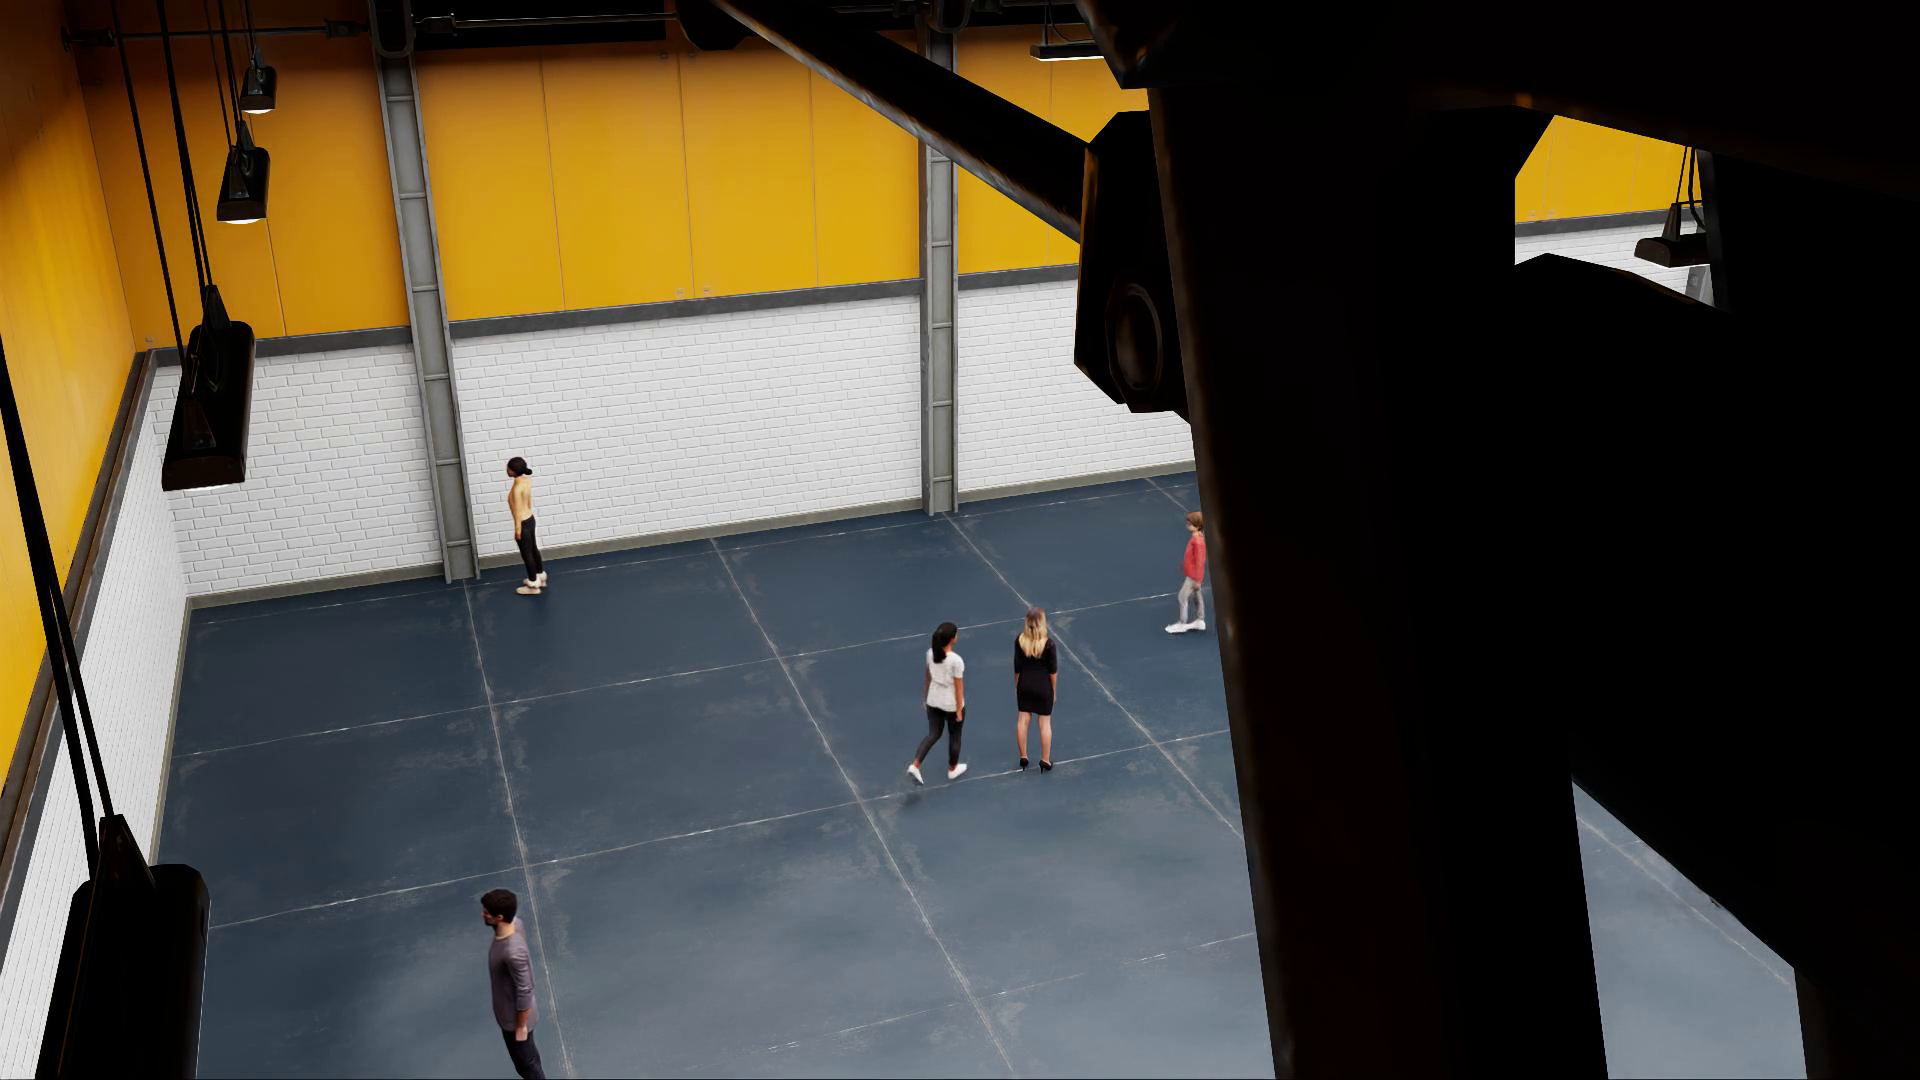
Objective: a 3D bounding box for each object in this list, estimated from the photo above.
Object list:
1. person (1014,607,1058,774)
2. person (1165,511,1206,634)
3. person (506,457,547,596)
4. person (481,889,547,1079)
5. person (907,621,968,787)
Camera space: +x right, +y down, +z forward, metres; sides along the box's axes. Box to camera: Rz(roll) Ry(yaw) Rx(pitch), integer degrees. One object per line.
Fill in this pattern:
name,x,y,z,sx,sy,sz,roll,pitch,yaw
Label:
person,0.690,1.390,15.416,0.594,1.676,0.670,8,25,19
person,2.627,0.352,18.128,0.769,1.406,0.683,4,24,8
person,-4.971,-0.179,19.027,0.653,1.659,0.646,1,24,3
person,-2.986,3.137,11.201,0.512,1.851,0.679,-9,25,-20
person,-0.188,1.535,15.150,0.890,1.623,1.040,17,29,34
